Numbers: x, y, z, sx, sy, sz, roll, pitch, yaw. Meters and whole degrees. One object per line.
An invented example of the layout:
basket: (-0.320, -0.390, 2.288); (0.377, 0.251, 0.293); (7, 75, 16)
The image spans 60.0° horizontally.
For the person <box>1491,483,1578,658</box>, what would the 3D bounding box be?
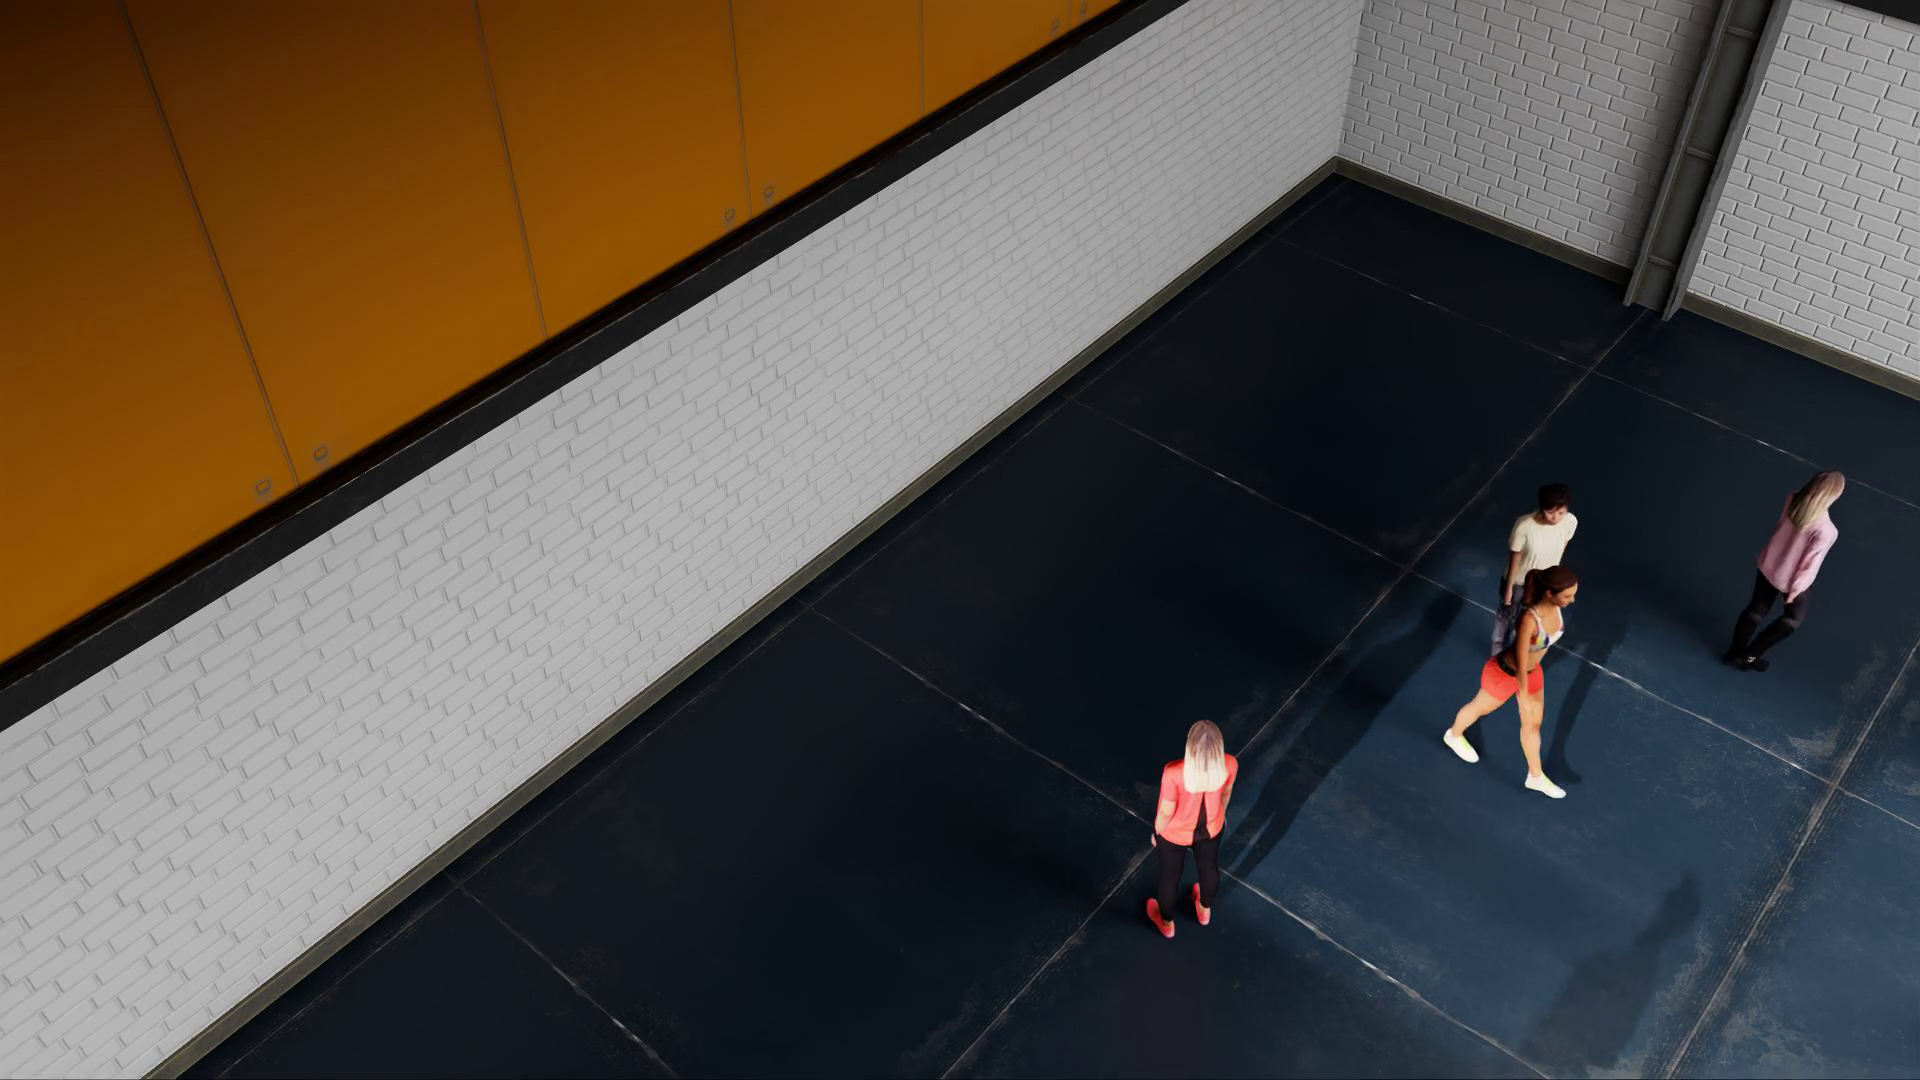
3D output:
person: (3.620, 0.189, 10.676); (0.677, 1.575, 0.742); (-3, 44, -3)

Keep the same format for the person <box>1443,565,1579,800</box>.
person: (3.230, 0.756, 9.951); (0.696, 1.754, 1.081); (-29, 51, -27)

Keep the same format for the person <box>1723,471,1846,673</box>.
person: (5.171, 0.216, 10.574); (0.768, 1.677, 0.684); (-10, 45, -10)

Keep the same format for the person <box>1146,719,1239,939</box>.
person: (1.269, 1.581, 9.129); (0.679, 1.693, 0.696); (-13, 45, -13)
